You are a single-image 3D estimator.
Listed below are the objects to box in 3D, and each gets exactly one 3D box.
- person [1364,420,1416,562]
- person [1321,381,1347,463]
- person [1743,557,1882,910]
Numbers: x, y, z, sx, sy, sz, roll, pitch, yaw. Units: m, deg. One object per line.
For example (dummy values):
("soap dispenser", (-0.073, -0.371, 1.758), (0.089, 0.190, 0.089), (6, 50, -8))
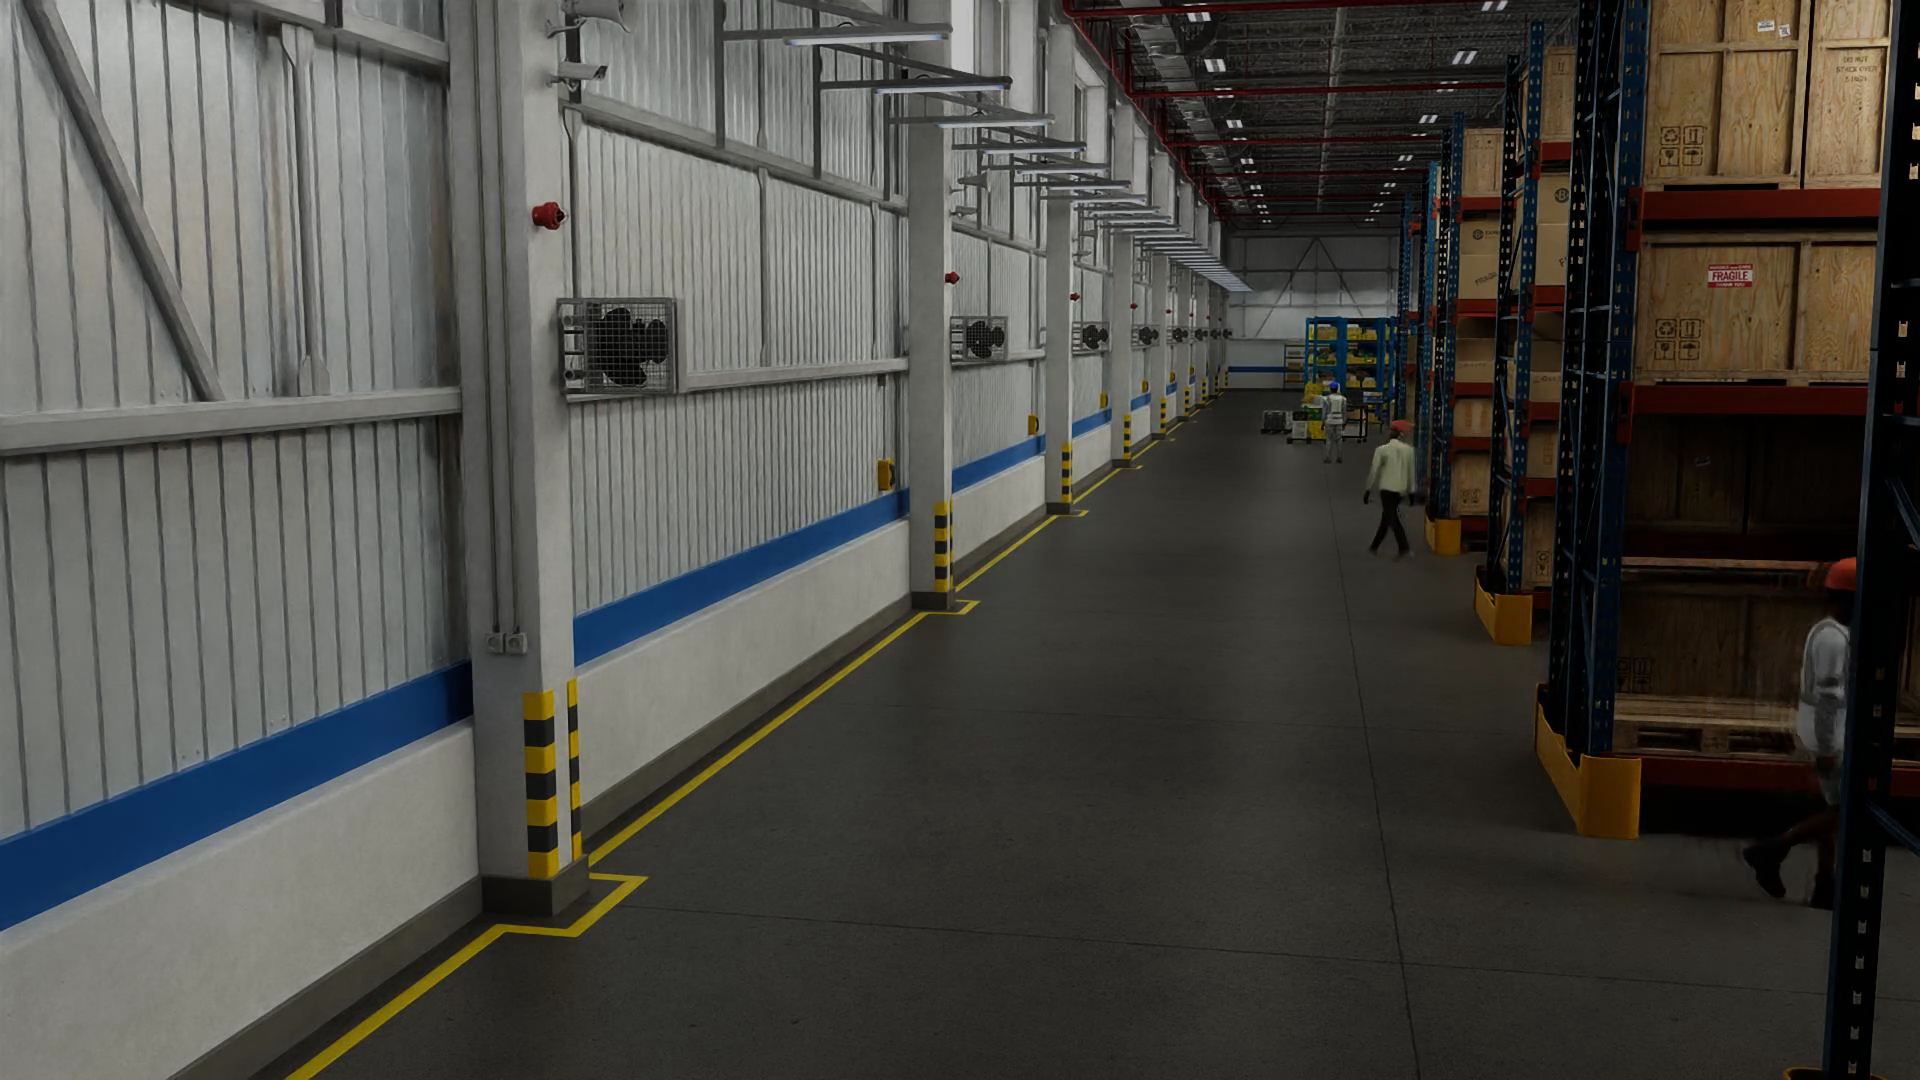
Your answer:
("person", (5.892, -0.673, 22.647), (0.696, 1.923, 1.056), (-3, 8, -23))
("person", (8.832, -2.776, 39.326), (0.615, 1.942, 0.407), (-1, 7, -10))
("person", (4.591, 1.037, 8.861), (0.539, 1.924, 0.552), (4, 8, 31))
